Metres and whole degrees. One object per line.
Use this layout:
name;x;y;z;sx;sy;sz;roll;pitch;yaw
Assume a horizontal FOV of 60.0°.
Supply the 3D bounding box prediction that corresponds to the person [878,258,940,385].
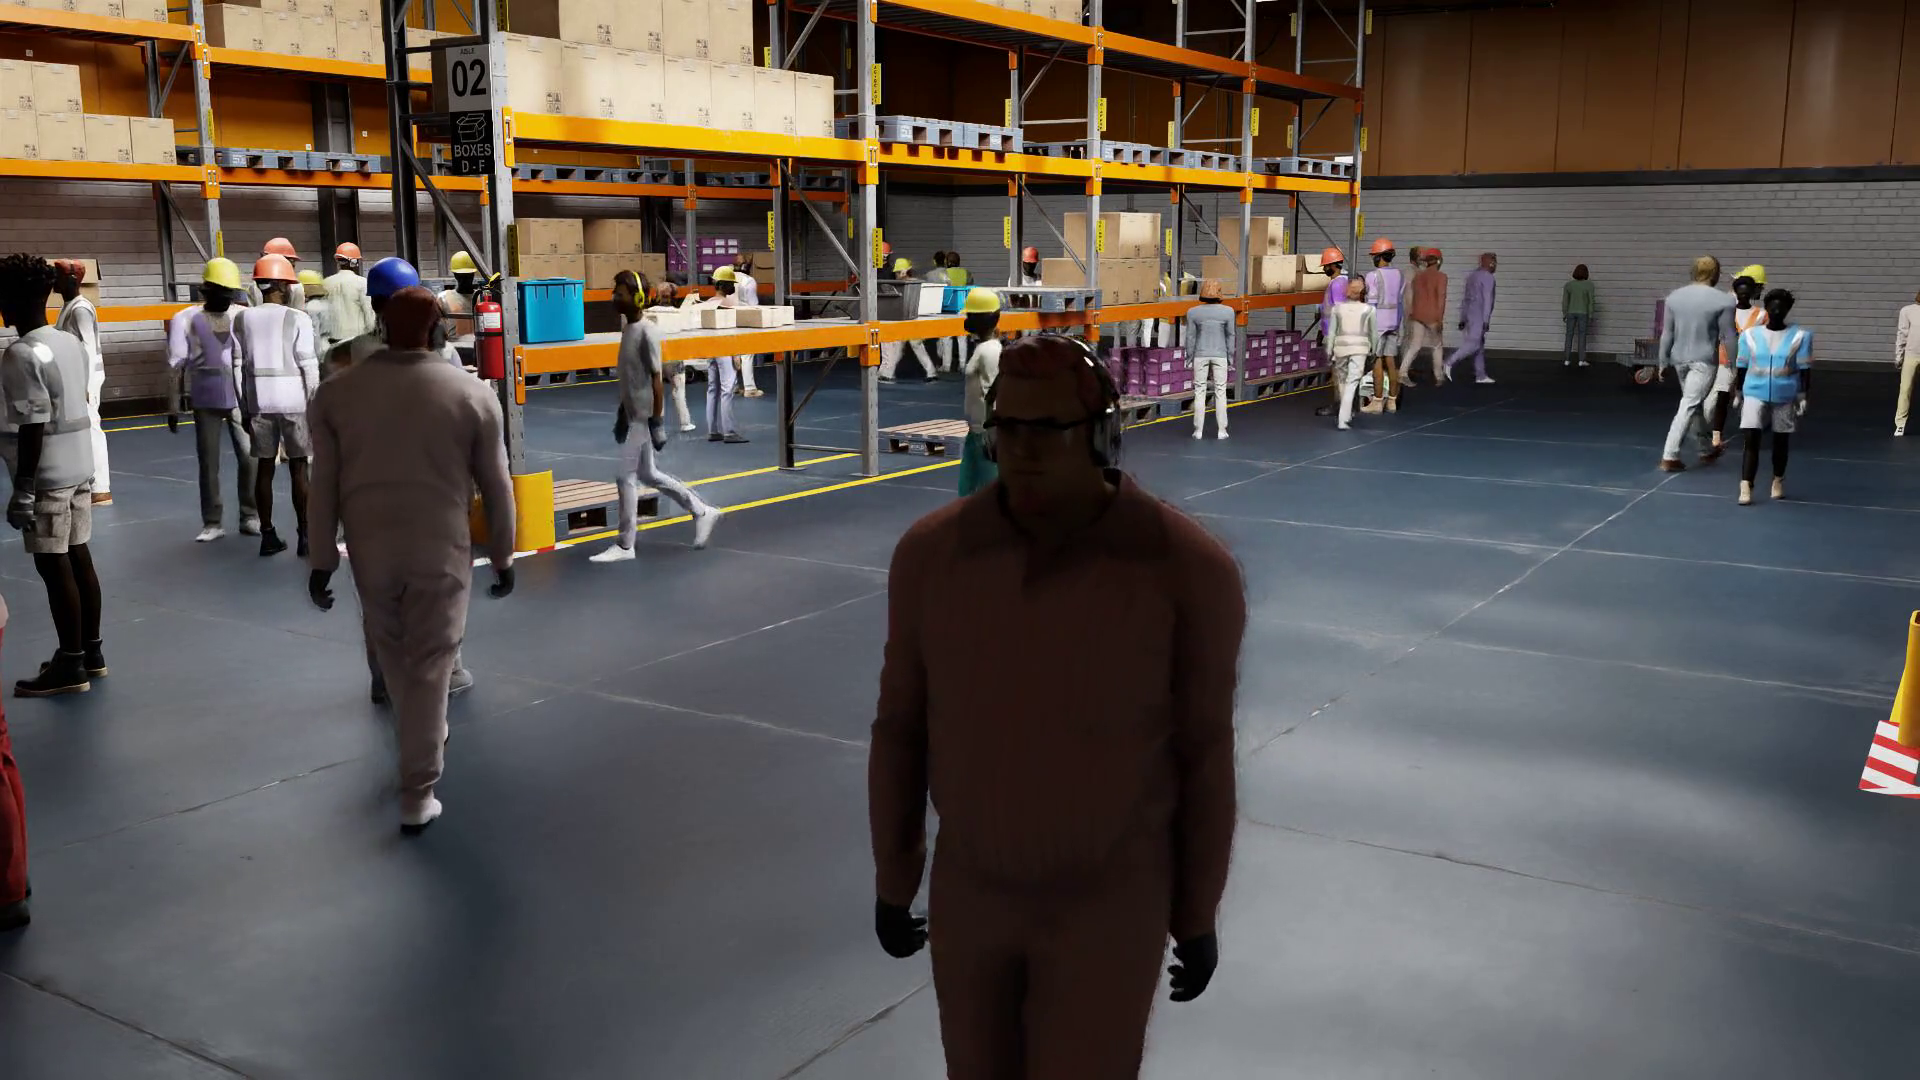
person;-0.724;-3.041;23.241;0.972;1.771;0.598;1;10;3

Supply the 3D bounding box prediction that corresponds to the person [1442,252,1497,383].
person;7.193;-3.125;23.458;0.858;1.869;0.669;-1;10;-6

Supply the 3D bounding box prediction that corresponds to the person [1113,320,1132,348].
person;2.870;-4.239;29.553;0.585;1.883;0.337;-4;11;-22

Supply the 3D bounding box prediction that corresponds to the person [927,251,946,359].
person;-0.315;-3.966;28.207;0.538;1.835;0.742;3;11;16

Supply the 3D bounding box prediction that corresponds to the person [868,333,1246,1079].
person;0.167;0.569;2.939;0.647;1.877;0.817;4;11;22

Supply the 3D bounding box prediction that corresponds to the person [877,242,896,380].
person;-1.104;-3.321;24.158;0.377;1.995;0.608;-3;11;-14

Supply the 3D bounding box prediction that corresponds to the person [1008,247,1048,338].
person;0.878;-2.749;21.155;0.547;1.934;0.376;-4;11;-22

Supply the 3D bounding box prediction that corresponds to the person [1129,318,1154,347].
person;2.956;-3.793;26.930;0.372;1.940;0.631;-10;14;-43

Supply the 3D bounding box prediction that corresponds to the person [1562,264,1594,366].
person;9.969;-3.624;26.839;0.502;1.632;0.279;9;13;40

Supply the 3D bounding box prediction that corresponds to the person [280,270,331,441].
person;-6.531;-1.823;16.628;0.751;1.721;0.494;0;10;-1

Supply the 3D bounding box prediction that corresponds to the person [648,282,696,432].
person;-3.066;-1.876;17.279;0.526;1.594;0.888;4;11;19

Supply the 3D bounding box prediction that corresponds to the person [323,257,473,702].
person;-2.452;-0.257;7.313;0.613;1.945;0.406;-1;10;-7

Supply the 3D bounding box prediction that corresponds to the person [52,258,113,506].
person;-6.719;-1.193;12.675;0.354;1.884;0.576;-8;13;-37

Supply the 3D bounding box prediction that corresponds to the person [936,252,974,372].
person;-0.107;-3.514;25.658;0.634;1.841;0.429;-5;11;-27

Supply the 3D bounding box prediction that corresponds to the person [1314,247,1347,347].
person;5.698;-3.540;25.555;0.542;1.930;0.374;-2;10;-13

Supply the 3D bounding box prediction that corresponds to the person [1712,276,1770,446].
person;7.481;-1.690;15.986;0.533;1.687;0.320;5;11;24

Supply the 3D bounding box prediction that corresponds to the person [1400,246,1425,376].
person;6.777;-3.423;24.884;0.372;1.938;0.630;4;11;19

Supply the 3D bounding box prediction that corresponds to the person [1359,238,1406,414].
person;4.902;-2.490;19.418;0.611;2.042;0.395;-7;12;-33

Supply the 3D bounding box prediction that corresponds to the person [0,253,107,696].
person;-4.089;-0.290;7.446;0.368;1.966;0.603;-1;10;-8

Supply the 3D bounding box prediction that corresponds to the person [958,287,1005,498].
person;0.226;-0.680;10.235;0.746;1.744;0.527;0;10;-2

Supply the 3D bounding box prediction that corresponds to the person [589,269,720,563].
person;-1.957;-0.793;10.574;0.830;1.849;0.508;-5;11;-24

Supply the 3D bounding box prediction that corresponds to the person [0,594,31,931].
person;-2.955;0.280;4.843;0.320;1.766;0.535;-5;11;-25

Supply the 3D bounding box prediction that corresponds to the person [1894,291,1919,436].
person;9.902;-1.864;17.113;0.496;1.629;0.277;5;11;26

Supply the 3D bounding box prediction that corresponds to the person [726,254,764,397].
person;-2.833;-2.778;21.601;0.624;1.836;0.430;8;13;37

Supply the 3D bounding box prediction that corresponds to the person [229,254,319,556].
person;-4.365;-0.861;10.694;0.549;1.933;0.373;1;10;5

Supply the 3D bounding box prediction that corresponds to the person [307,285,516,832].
person;-1.920;0.031;5.959;0.664;1.852;0.981;0;10;-2

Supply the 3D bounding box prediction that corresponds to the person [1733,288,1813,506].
person;6.256;-1.104;12.817;0.554;1.671;0.708;6;12;29

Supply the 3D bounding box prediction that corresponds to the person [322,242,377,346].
person;-6.606;-2.224;18.078;0.622;1.993;0.384;3;11;14

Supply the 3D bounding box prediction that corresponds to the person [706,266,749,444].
person;-2.362;-1.849;16.643;0.329;1.765;0.526;-9;14;-42

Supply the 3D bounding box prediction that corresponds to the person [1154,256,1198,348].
person;2.985;-3.038;23.055;0.618;1.836;0.430;0;10;0

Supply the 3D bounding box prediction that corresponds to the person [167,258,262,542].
person;-4.961;-0.930;11.175;0.633;1.908;0.447;-7;13;-36

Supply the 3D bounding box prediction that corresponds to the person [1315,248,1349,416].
person;4.287;-2.386;19.168;0.373;1.928;0.543;3;11;16

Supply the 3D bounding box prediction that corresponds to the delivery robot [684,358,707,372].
delivery robot;-3.841;-2.555;23.646;0.477;0.478;0.707;8;13;38

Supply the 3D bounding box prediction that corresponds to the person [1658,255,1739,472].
person;6.535;-1.545;14.625;1.032;1.880;0.656;-6;12;-31

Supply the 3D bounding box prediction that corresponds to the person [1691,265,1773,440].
person;7.882;-1.872;16.746;0.960;1.768;0.596;1;10;7

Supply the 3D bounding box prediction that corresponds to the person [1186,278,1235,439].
person;2.551;-1.841;16.958;0.497;1.634;0.279;2;10;9

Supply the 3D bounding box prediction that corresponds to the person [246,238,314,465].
person;-6.077;-1.682;14.955;0.607;2.039;0.395;4;11;19

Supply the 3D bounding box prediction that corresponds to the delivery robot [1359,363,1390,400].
delivery robot;5.001;-1.873;19.865;0.477;0.478;0.707;5;11;24

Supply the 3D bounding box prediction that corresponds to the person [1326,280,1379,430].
person;4.228;-1.988;17.887;0.521;1.585;0.903;6;12;29

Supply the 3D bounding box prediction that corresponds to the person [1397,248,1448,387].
person;6.437;-3.065;22.963;0.987;1.928;0.657;-8;13;-38

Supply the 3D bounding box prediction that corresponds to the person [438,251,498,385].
person;-4.221;-1.508;14.301;0.594;1.924;0.382;-6;12;-31
